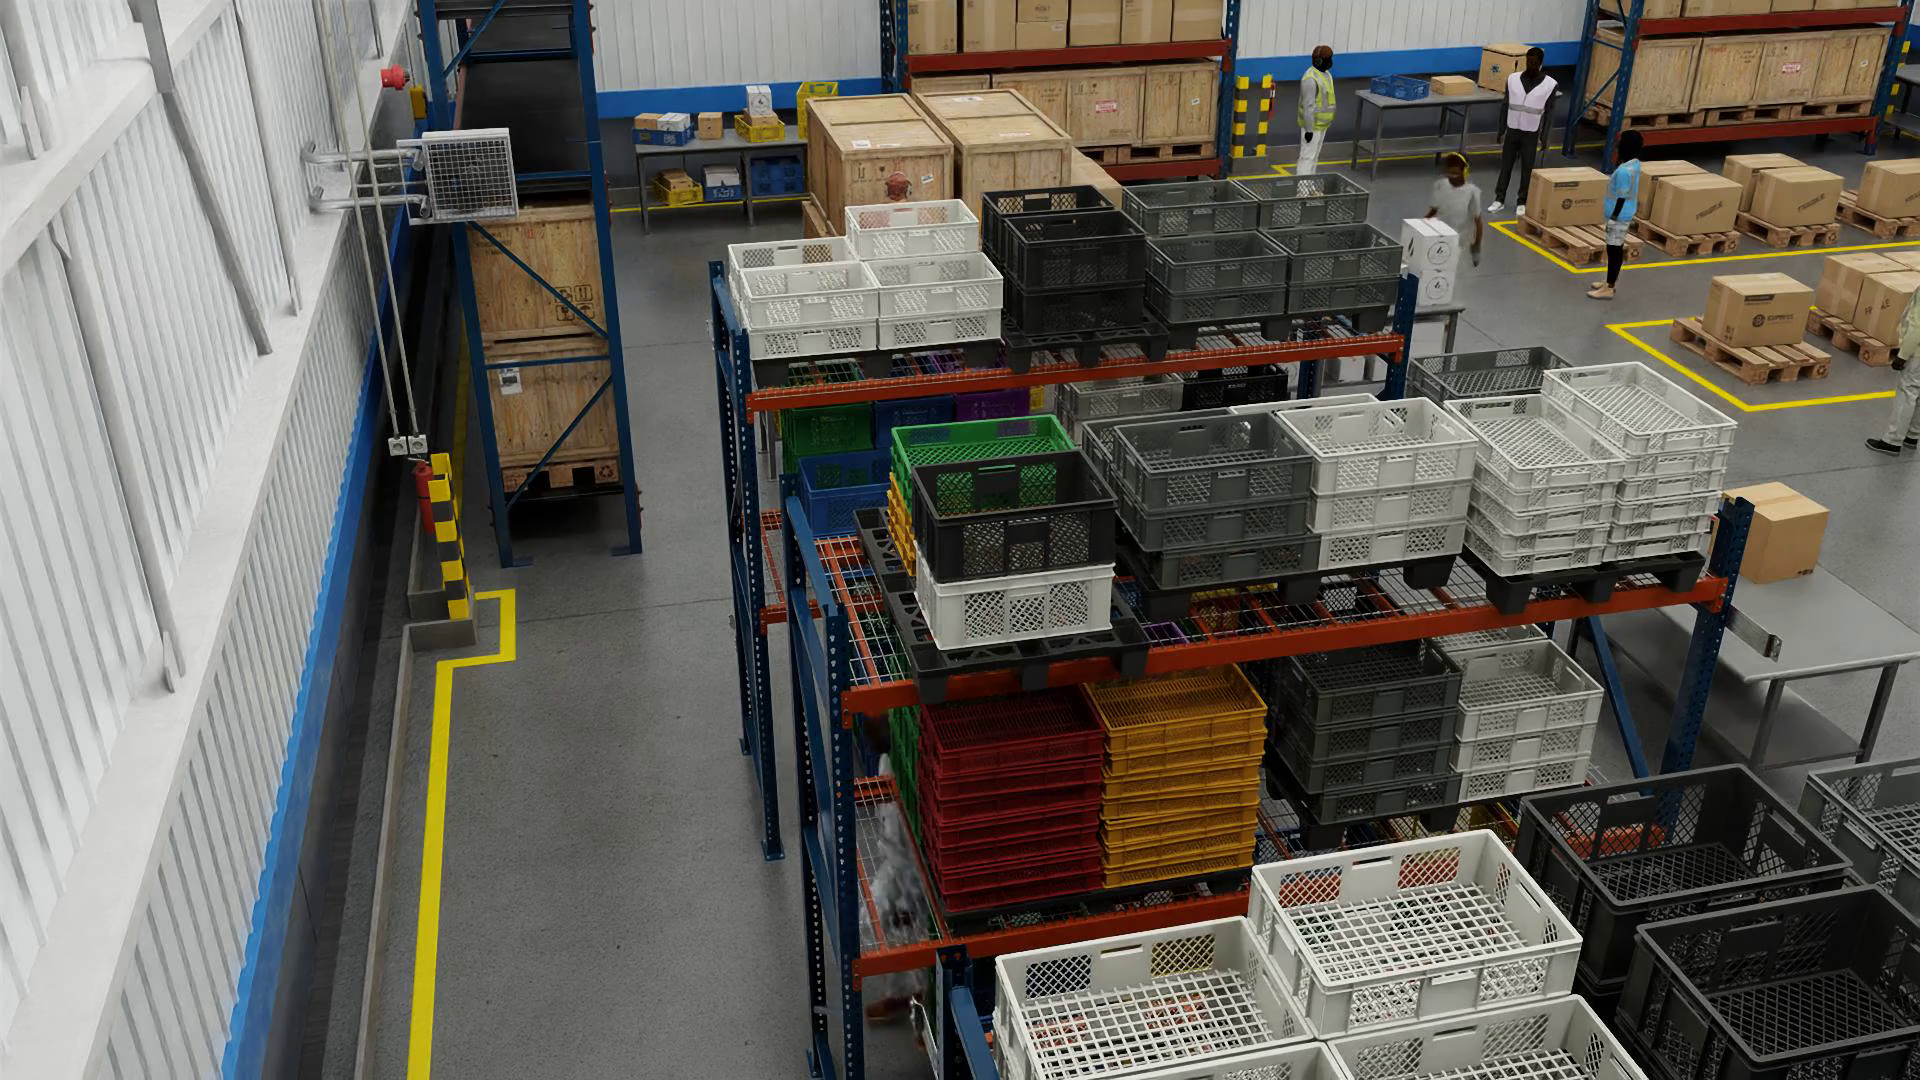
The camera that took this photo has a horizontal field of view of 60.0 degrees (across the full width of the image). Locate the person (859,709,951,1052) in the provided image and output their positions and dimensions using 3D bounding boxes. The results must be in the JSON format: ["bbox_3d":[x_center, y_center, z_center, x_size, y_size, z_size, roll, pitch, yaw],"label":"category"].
[{"bbox_3d":[-0.246,1.487,7.506,0.582,1.859,0.555,-12,30,-21],"label":"person"}]

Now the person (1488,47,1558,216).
[{"bbox_3d":[6.518,-4.729,19.235,0.587,1.920,0.392,16,32,28],"label":"person"}]

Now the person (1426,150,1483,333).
[{"bbox_3d":[4.505,-2.748,15.568,0.683,1.830,0.554,-17,32,-29],"label":"person"}]

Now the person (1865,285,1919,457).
[{"bbox_3d":[7.710,-1.565,13.322,0.597,1.832,0.404,-16,32,-27],"label":"person"}]

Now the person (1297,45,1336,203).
[{"bbox_3d":[4.204,-4.903,19.647,0.429,1.843,0.633,13,30,23],"label":"person"}]

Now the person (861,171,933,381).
[{"bbox_3d":[-0.535,-2.298,14.652,0.645,1.899,0.397,1,28,1],"label":"person"}]

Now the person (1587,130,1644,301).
[{"bbox_3d":[6.599,-3.263,16.689,0.316,1.696,0.540,14,31,25],"label":"person"}]

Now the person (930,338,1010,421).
[{"bbox_3d":[0.085,-0.974,12.089,0.627,1.940,0.370,14,31,24],"label":"person"}]
